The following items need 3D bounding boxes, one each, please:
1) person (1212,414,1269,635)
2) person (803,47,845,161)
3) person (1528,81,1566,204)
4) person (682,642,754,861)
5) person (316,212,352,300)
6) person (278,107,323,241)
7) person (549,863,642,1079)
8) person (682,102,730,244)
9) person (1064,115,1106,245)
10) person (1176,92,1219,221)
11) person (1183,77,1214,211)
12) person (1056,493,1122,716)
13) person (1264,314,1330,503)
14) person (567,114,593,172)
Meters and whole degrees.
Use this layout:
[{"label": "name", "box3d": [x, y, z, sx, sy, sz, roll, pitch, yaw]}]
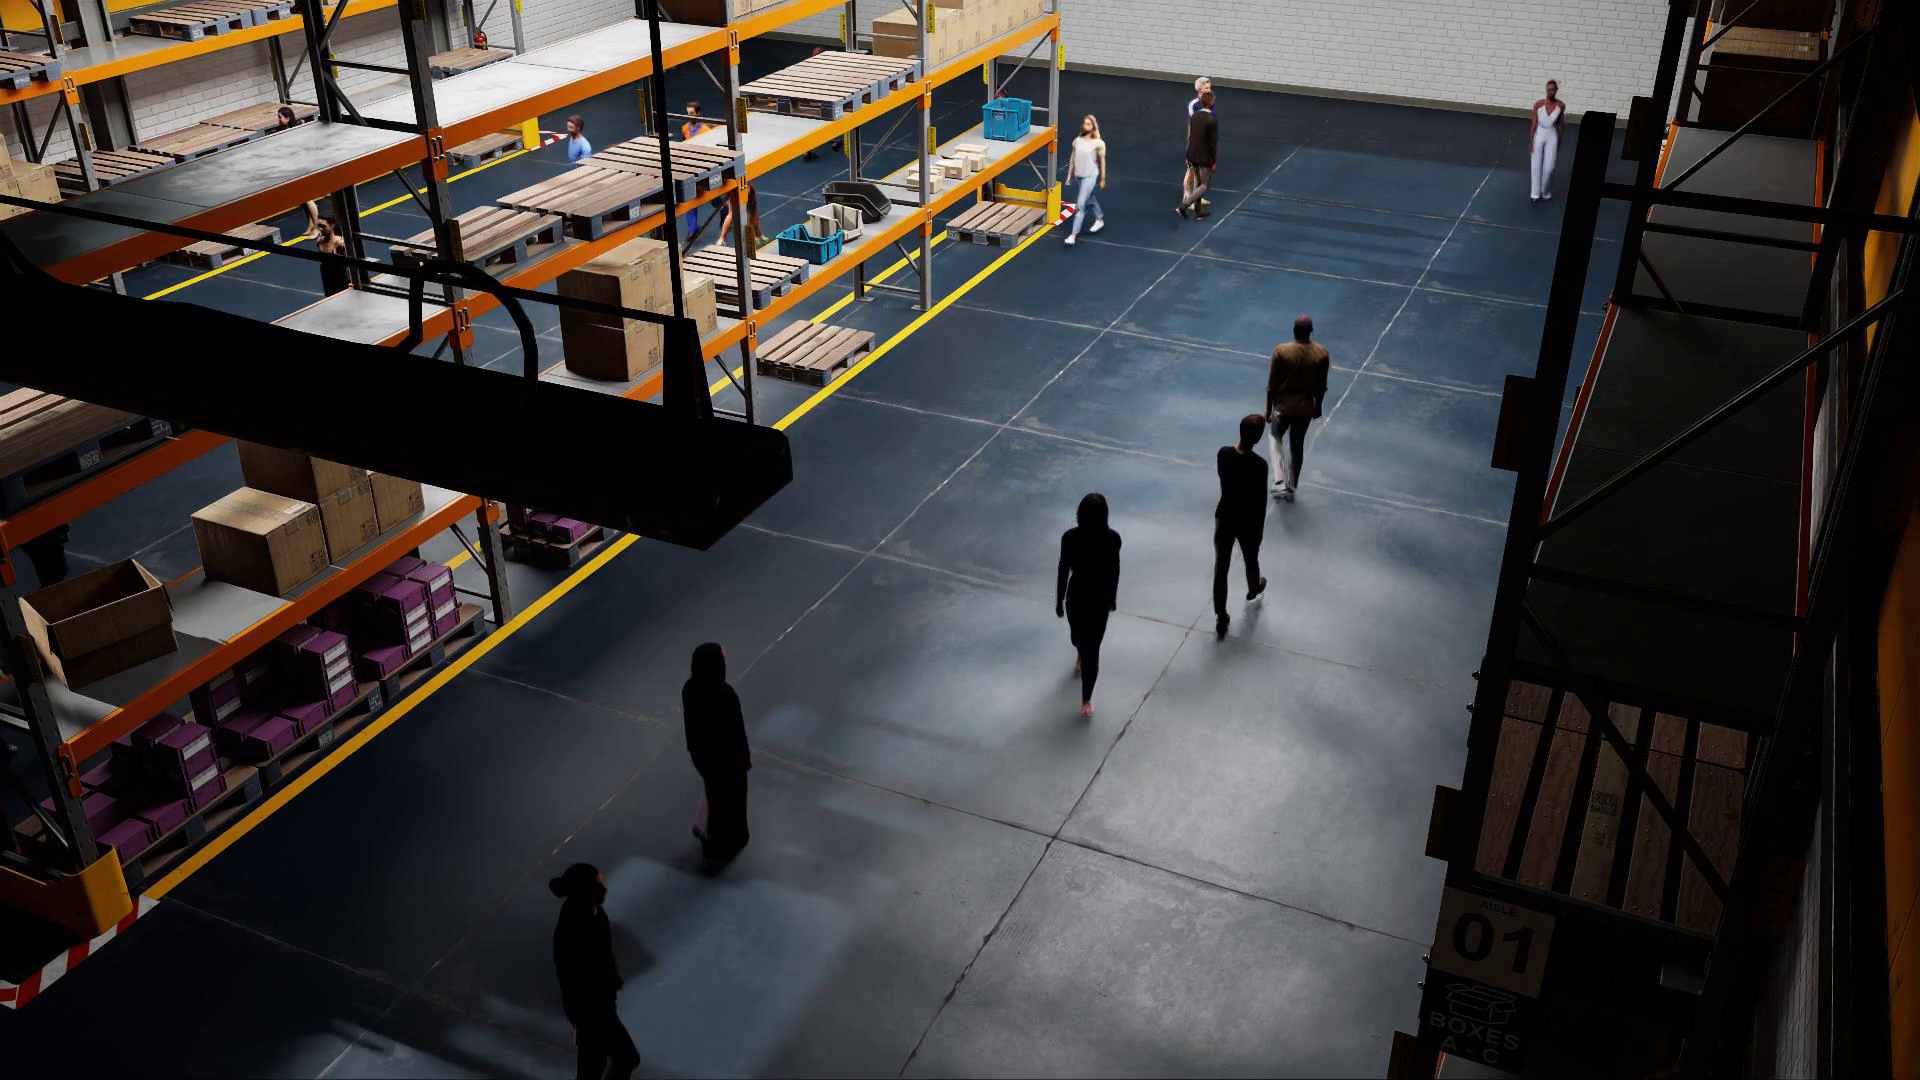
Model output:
[{"label": "person", "box3d": [2.179, -0.091, 13.360, 0.673, 1.801, 1.097, 14, 32, 25]}, {"label": "person", "box3d": [-2.238, -6.653, 25.526, 1.200, 1.669, 0.937, -23, 36, -35]}, {"label": "person", "box3d": [8.286, -5.632, 23.567, 0.650, 1.754, 0.688, 4, 29, 8]}, {"label": "person", "box3d": [-1.634, 1.397, 10.831, 0.711, 1.609, 0.810, 24, 37, 37]}, {"label": "person", "box3d": [-6.823, -2.799, 18.404, 0.568, 1.723, 0.750, 12, 31, 21]}, {"label": "person", "box3d": [-8.832, -4.902, 22.213, 0.800, 1.769, 0.776, -18, 34, -30]}, {"label": "person", "box3d": [-2.021, 2.430, 8.791, 0.825, 1.750, 0.723, -2, 29, -4]}, {"label": "person", "box3d": [-3.409, -4.927, 22.198, 0.680, 1.826, 1.211, 12, 31, 21]}, {"label": "person", "box3d": [1.732, -4.813, 22.151, 0.811, 1.670, 1.258, 20, 34, 32]}, {"label": "person", "box3d": [3.238, -5.194, 22.733, 1.106, 1.782, 0.975, -21, 35, -34]}, {"label": "person", "box3d": [3.363, -5.610, 23.436, 0.759, 1.839, 0.605, 24, 37, 37]}, {"label": "person", "box3d": [0.959, 0.389, 12.588, 0.878, 1.697, 1.156, 2, 29, 4]}, {"label": "person", "box3d": [3.089, -1.173, 15.333, 0.840, 1.810, 0.812, -1, 29, -1]}, {"label": "person", "box3d": [-4.816, -4.611, 21.592, 0.811, 1.852, 0.777, -20, 35, -33]}]
